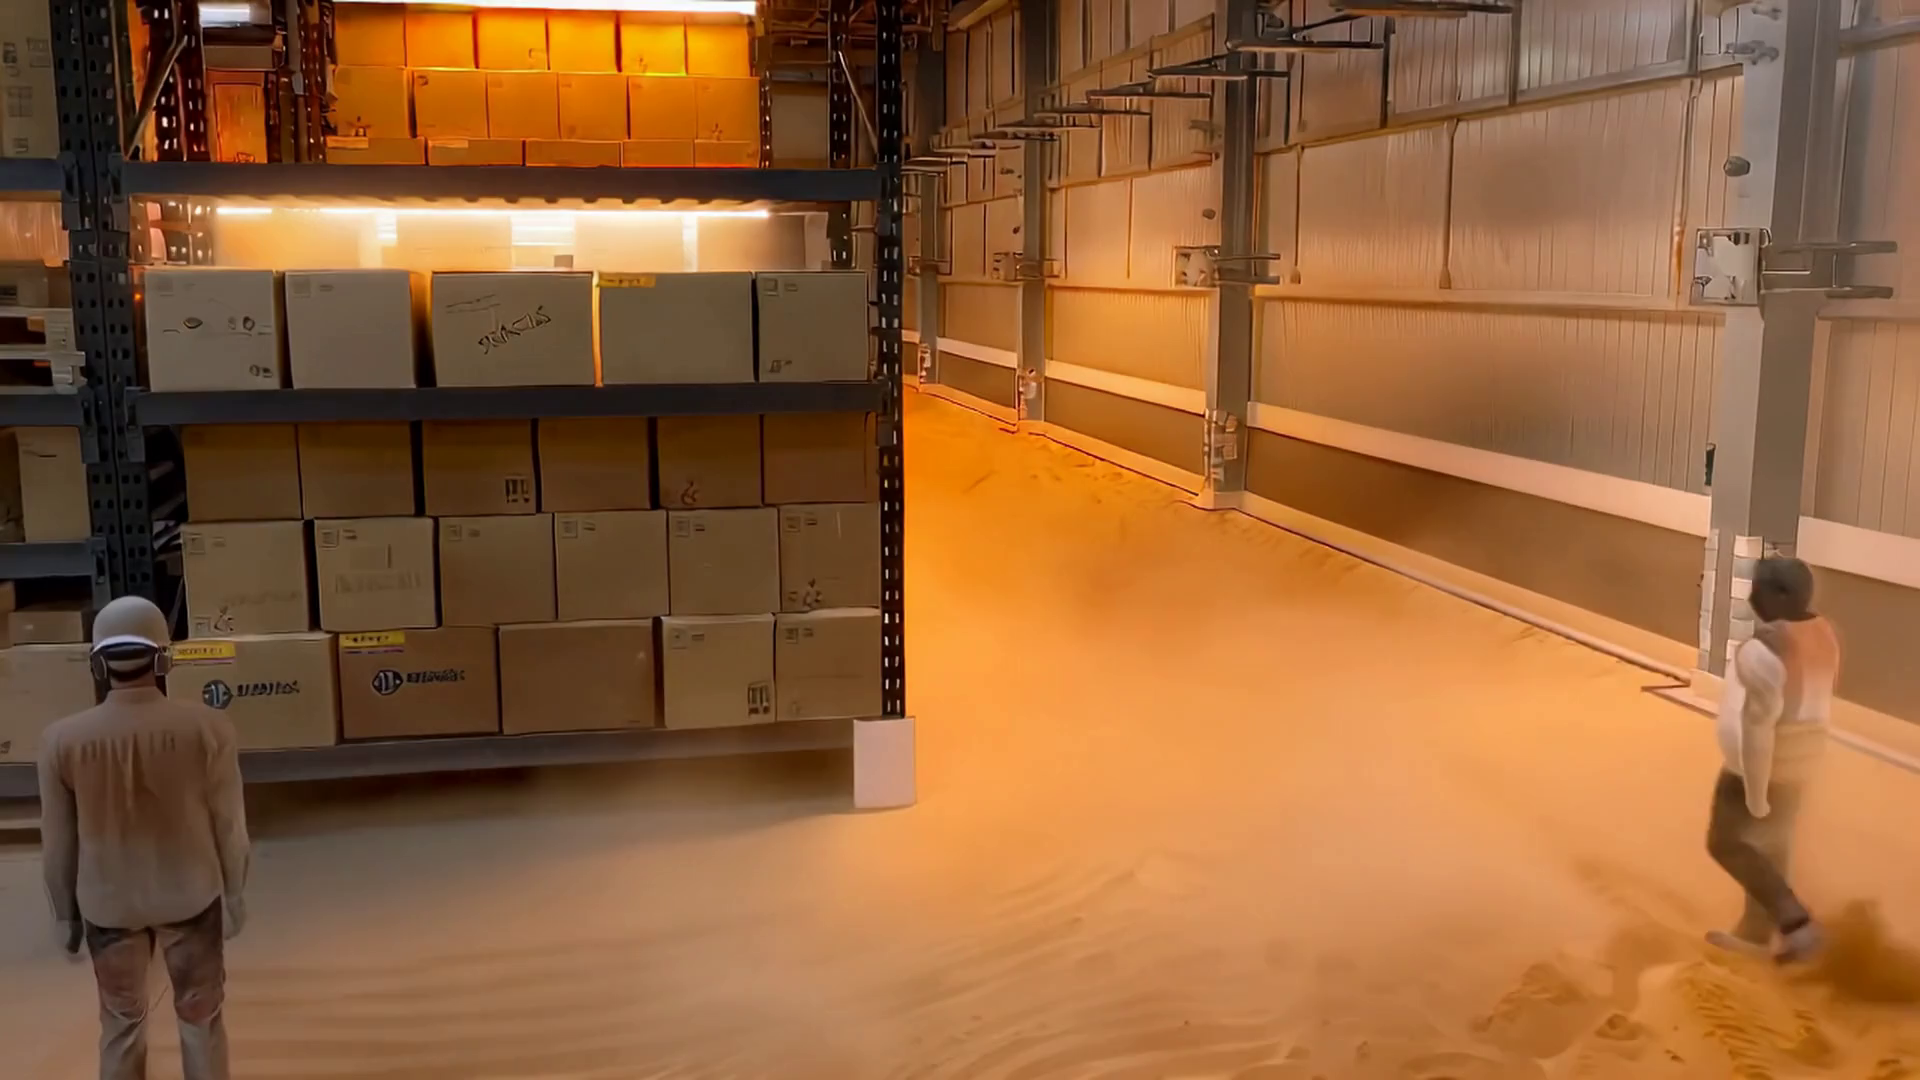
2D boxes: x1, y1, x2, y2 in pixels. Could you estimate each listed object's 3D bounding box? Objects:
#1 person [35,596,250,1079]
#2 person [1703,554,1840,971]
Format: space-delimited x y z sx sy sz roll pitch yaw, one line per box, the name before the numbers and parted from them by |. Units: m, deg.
person | -2.653 1.166 5.466 0.613 1.976 0.434 -3 10 -16
person | 3.503 0.966 7.122 0.630 1.828 0.516 -7 12 -36
